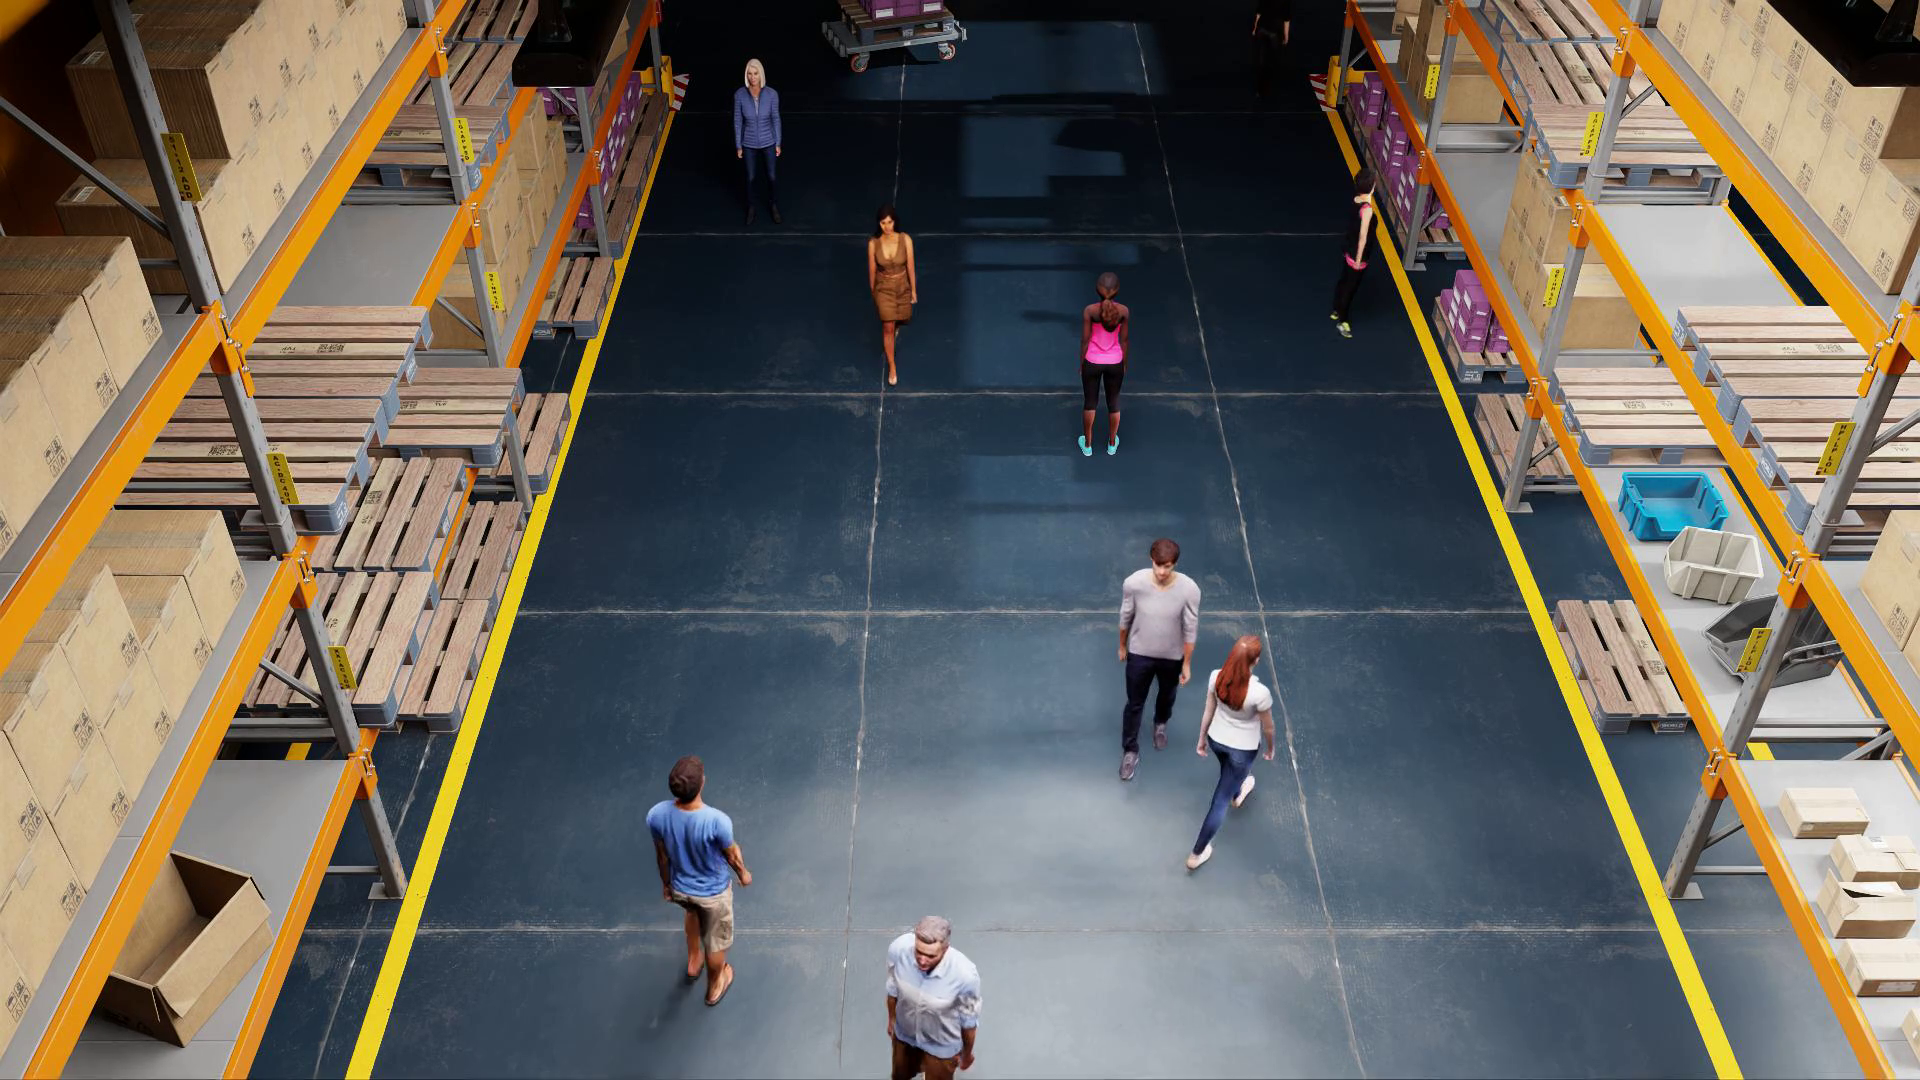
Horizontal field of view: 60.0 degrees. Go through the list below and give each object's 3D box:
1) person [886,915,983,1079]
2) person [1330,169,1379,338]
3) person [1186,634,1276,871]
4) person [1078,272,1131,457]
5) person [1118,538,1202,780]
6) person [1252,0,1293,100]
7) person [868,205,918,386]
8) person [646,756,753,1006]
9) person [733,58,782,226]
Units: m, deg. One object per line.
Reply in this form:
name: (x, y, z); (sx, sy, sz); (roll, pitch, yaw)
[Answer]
person: (-0.130, 2.514, 8.757); (0.893, 1.811, 0.993); (17, 42, 20)
person: (3.665, -2.658, 15.468); (0.800, 1.518, 0.489); (4, 39, 6)
person: (1.645, 1.344, 10.320); (1.030, 1.688, 1.200); (24, 45, 27)
person: (1.189, -1.457, 13.799); (0.554, 1.724, 0.539); (-1, 39, -1)
person: (1.301, 0.726, 10.975); (0.742, 1.836, 0.886); (6, 39, 7)
person: (3.617, -5.920, 19.466); (0.790, 1.625, 0.901); (14, 41, 17)
person: (-0.595, -2.246, 14.833); (0.659, 1.666, 1.007); (-5, 39, -6)
person: (-1.488, 1.995, 9.376); (0.742, 1.849, 0.773); (12, 40, 15)
person: (-2.072, -4.106, 17.099); (0.665, 1.745, 0.579); (-4, 39, -5)
